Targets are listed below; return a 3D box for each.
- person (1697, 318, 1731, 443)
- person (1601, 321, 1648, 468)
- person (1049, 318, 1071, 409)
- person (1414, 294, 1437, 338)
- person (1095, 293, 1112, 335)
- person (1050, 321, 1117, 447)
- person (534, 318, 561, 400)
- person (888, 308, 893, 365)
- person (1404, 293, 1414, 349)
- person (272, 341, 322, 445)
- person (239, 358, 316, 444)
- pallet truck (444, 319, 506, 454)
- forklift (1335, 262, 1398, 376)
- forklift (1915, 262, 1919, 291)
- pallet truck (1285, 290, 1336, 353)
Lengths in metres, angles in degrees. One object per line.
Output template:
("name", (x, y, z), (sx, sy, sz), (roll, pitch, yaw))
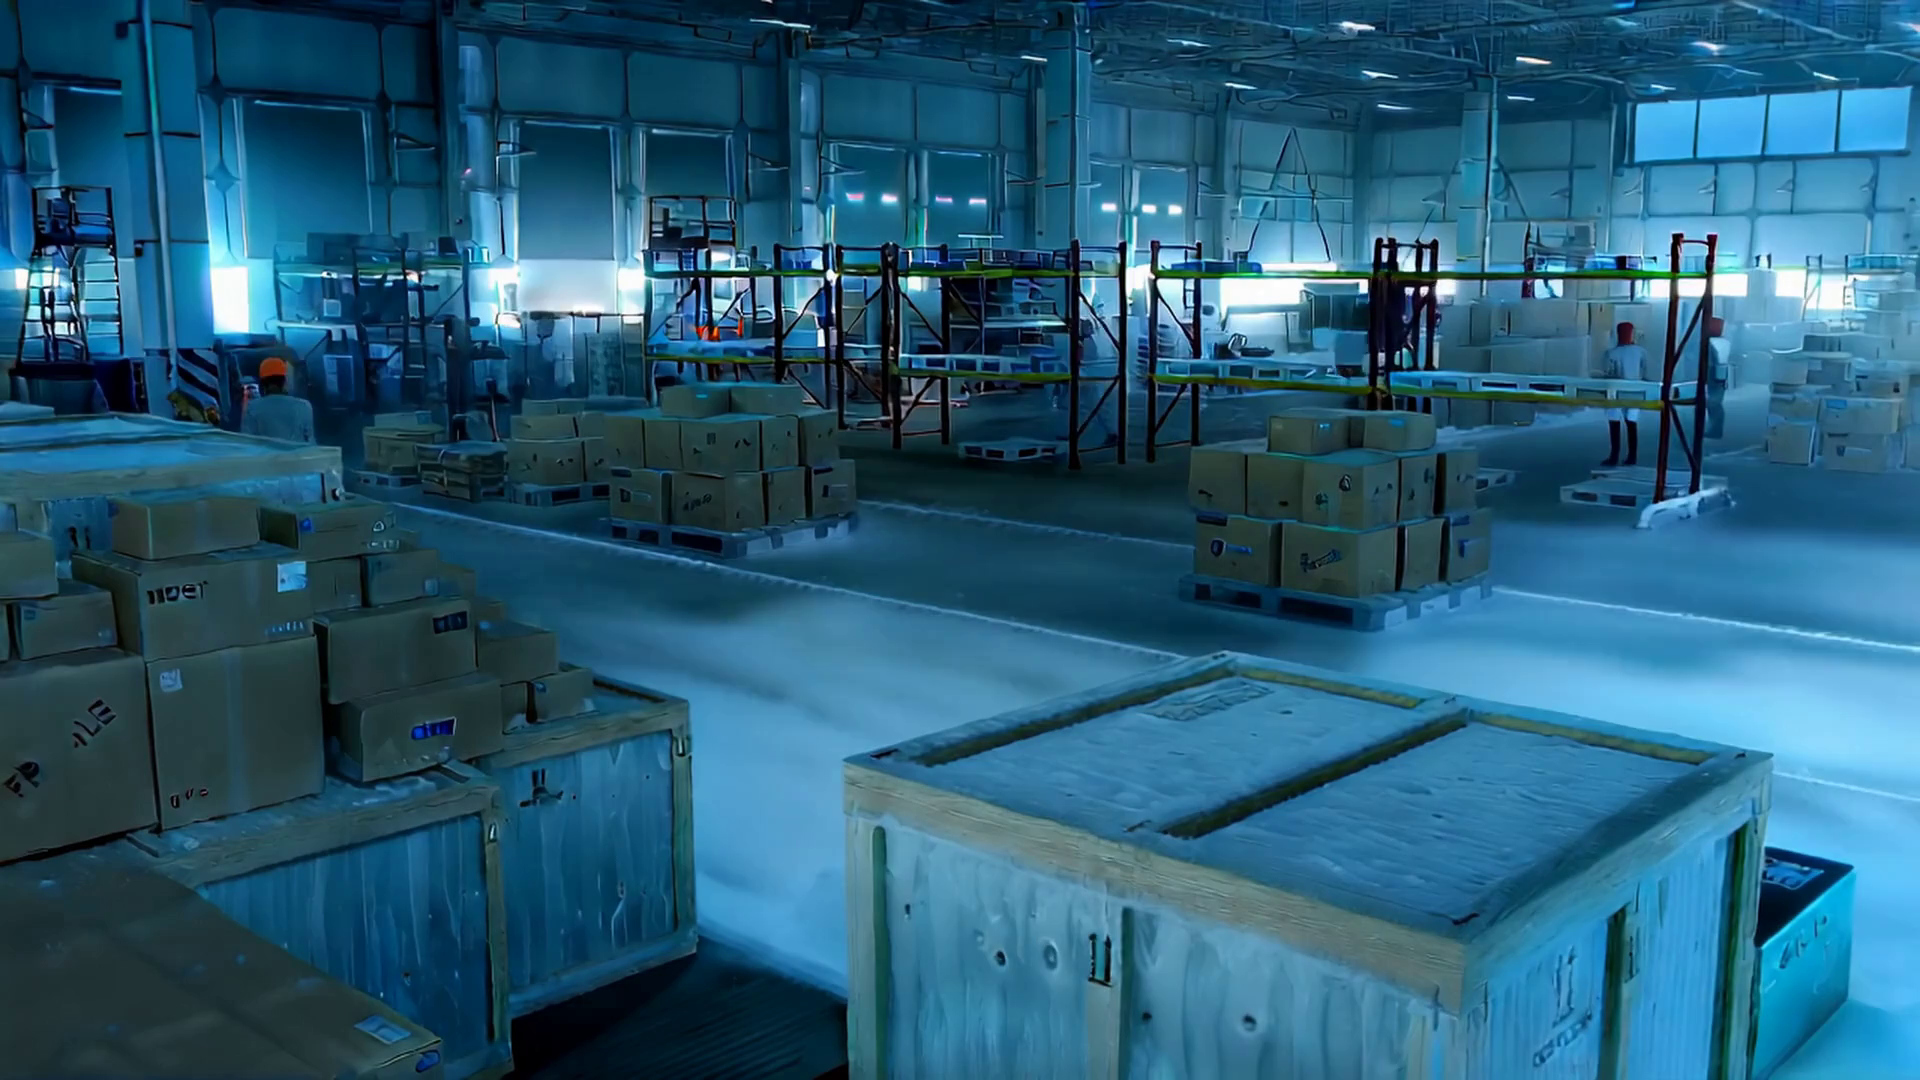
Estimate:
("person", (11.562, -2.441, 25.462), (0.587, 1.916, 0.390), (-9, 13, -43))
("person", (8.847, -1.932, 22.193), (0.609, 1.963, 0.368), (-1, 9, -8))
("person", (1.923, -3.335, 31.496), (0.485, 1.738, 0.321), (1, 9, 8))
("person", (13.277, -6.041, 47.462), (0.636, 1.938, 0.354), (5, 10, 28))
("person", (4.420, -6.648, 51.226), (0.543, 1.929, 0.387), (-2, 9, -9))
("person", (1.911, -2.341, 24.967), (1.057, 1.893, 0.635), (3, 10, 16))
("person", (-6.930, -2.815, 28.018), (0.535, 1.827, 0.405), (8, 12, 41))
("person", (-1.752, -5.265, 43.650), (0.313, 1.633, 0.522), (3, 10, 20))
("person", (14.584, -7.101, 54.131), (0.584, 1.882, 0.344), (-2, 9, -9))
("person", (-9.338, -1.941, 23.169), (0.830, 1.671, 0.531), (0, 9, 1))
("person", (-5.695, -0.561, 13.931), (0.588, 1.918, 0.399), (-4, 10, -21))
("pallet truck", (-6.981, -1.942, 22.150), (1.885, 1.965, 0.823), (1, 9, 9))
("forklift", (10.196, -5.355, 40.376), (1.873, 2.768, 1.129), (9, 13, 43))
("forklift", (22.912, -5.186, 39.344), (1.129, 2.768, 1.873), (-5, 10, -26))
("pallet truck", (11.297, -6.951, 52.861), (1.885, 1.965, 0.823), (-5, 11, -29))
